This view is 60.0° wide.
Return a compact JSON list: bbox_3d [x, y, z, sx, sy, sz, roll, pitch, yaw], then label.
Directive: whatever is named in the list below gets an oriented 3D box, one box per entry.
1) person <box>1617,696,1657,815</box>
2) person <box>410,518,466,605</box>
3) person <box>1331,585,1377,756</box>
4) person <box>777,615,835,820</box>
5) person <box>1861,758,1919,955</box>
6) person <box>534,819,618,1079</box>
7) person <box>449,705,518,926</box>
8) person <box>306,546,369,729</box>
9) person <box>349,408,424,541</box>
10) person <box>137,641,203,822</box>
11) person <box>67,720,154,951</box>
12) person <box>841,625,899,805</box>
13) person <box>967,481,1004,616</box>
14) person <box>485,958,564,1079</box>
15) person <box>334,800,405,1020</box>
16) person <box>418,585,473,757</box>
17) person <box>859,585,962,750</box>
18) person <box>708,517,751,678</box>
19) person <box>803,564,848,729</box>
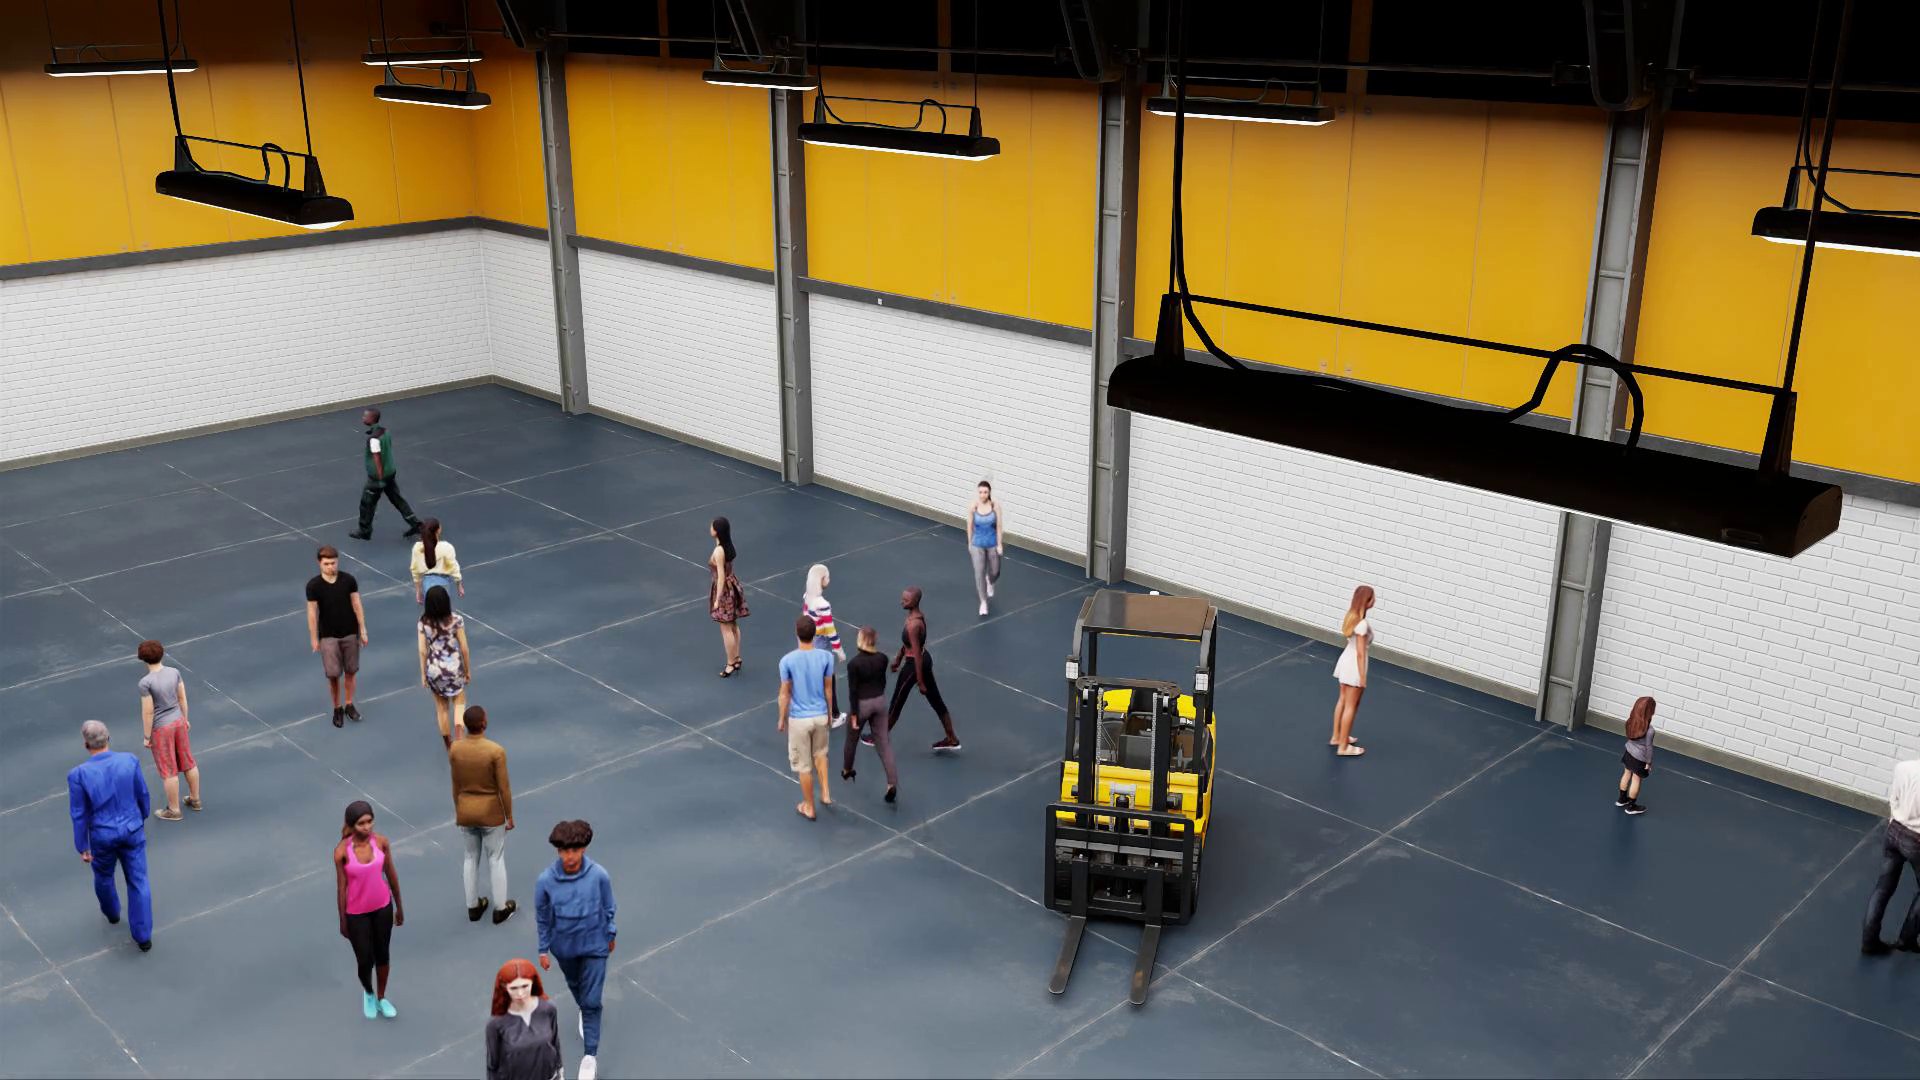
[{"bbox_3d":[6.053,1.896,14.861,0.589,1.107,0.499,-5,19,-13],"label":"person"},{"bbox_3d":[-5.683,0.588,17.970,1.010,1.600,1.012,4,19,11],"label":"person"},{"bbox_3d":[3.760,1.230,15.921,0.731,1.692,0.666,-1,19,-2],"label":"person"},{"bbox_3d":[-1.307,1.595,14.597,0.748,1.846,0.764,-8,20,-23],"label":"person"},{"bbox_3d":[7.066,2.302,12.482,0.857,1.854,0.759,-8,20,-23],"label":"person"},{"bbox_3d":[-2.609,2.714,11.396,1.139,1.768,1.252,-2,19,-5],"label":"person"},{"bbox_3d":[-3.752,2.147,13.002,0.691,1.816,0.763,1,19,3],"label":"person"},{"bbox_3d":[-6.220,0.911,16.622,0.711,1.849,0.707,-12,22,-32],"label":"person"},{"bbox_3d":[-7.518,-0.833,21.888,1.290,1.793,1.215,0,19,0],"label":"person"},{"bbox_3d":[-6.993,1.668,14.686,0.604,1.650,0.642,11,21,29],"label":"person"},{"bbox_3d":[-6.386,2.284,12.640,0.847,1.788,1.110,-12,22,-32],"label":"person"},{"bbox_3d":[-0.761,1.607,14.922,0.725,1.615,1.095,-13,22,-33],"label":"person"},{"bbox_3d":[0.309,0.060,19.539,0.886,1.600,0.933,1,19,3],"label":"person"},{"bbox_3d":[-2.590,3.243,9.897,0.911,1.720,1.248,-8,20,-22],"label":"person"},{"bbox_3d":[-4.228,2.604,11.811,0.612,1.711,0.638,-13,23,-35],"label":"person"},{"bbox_3d":[-4.860,1.286,15.702,0.837,1.726,0.924,-4,19,-11],"label":"person"},{"bbox_3d":[-0.309,1.269,15.790,1.277,1.702,1.101,3,19,9],"label":"person"},{"bbox_3d":[-2.502,0.599,17.668,0.847,1.773,0.802,3,19,9],"label":"person"},{"bbox_3d":[-1.471,1.109,16.130,0.918,1.788,0.944,-7,20,-20],"label":"person"}]
